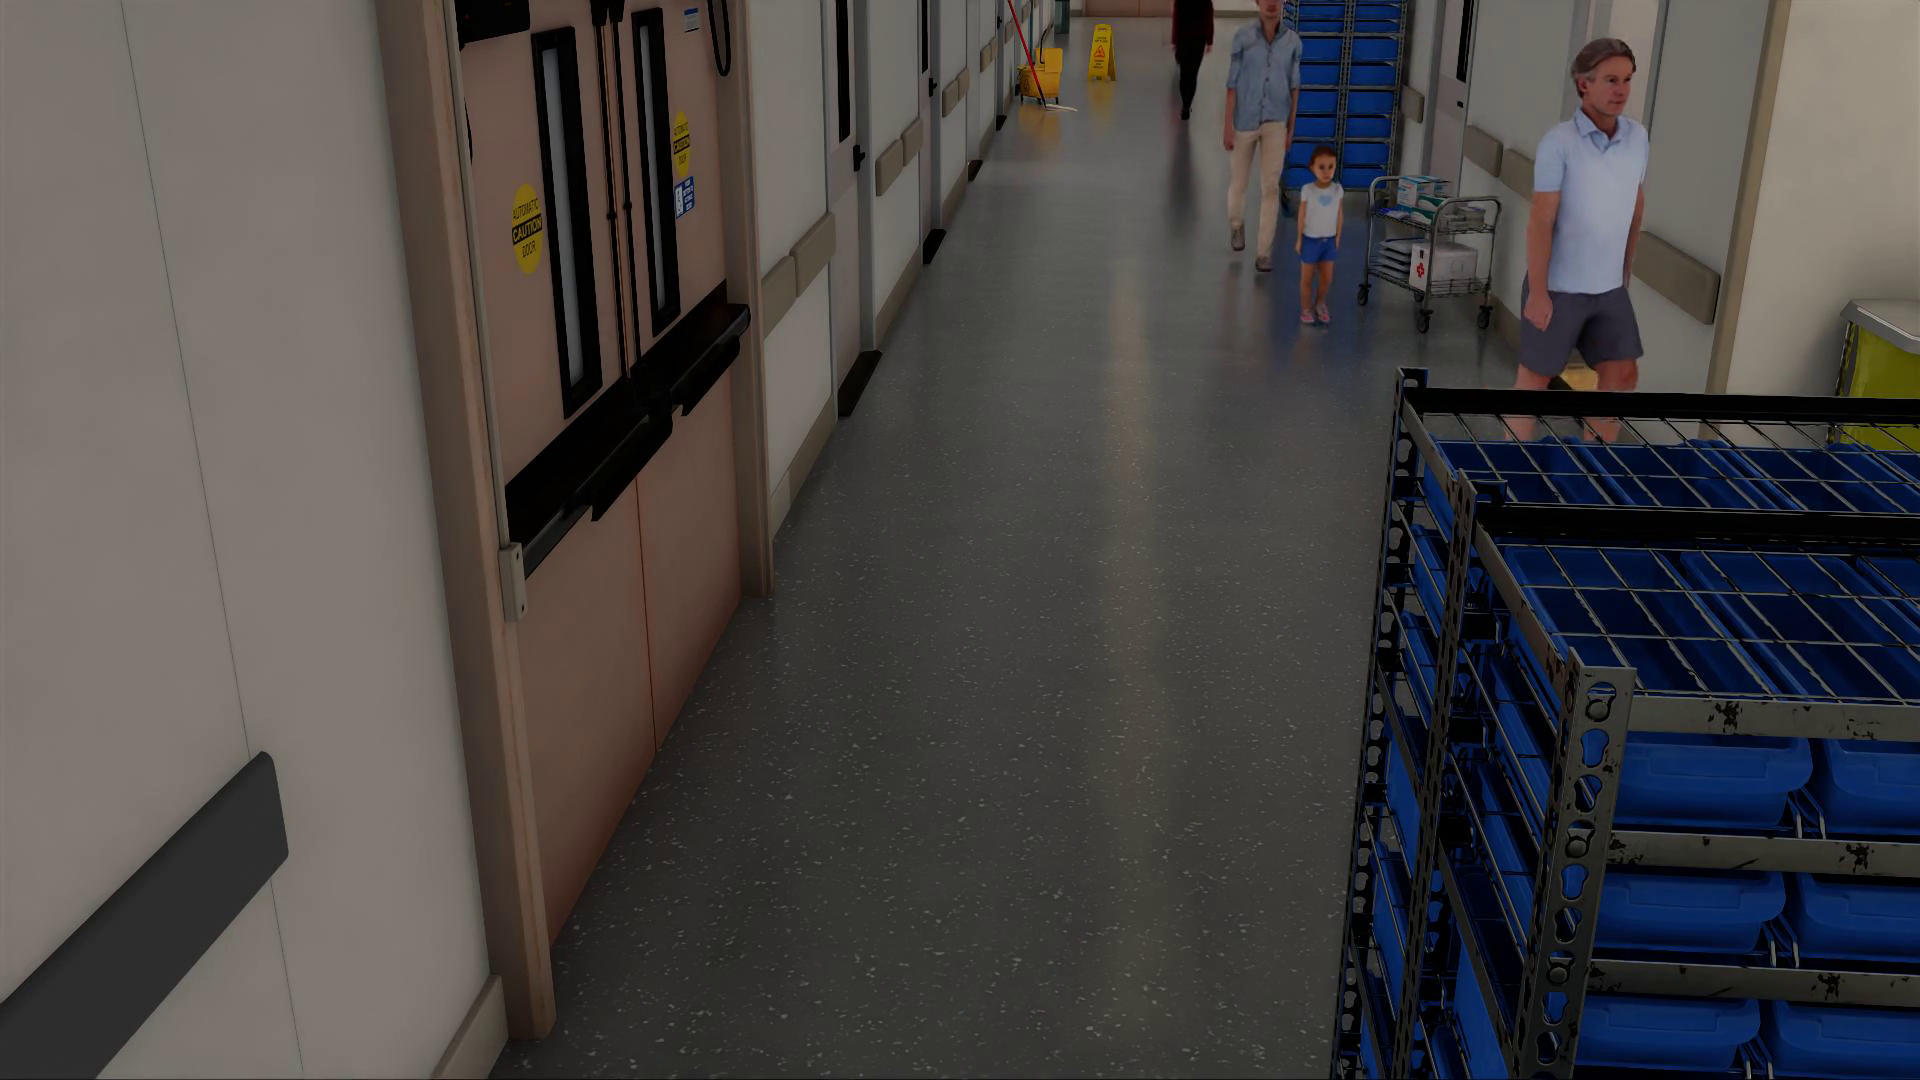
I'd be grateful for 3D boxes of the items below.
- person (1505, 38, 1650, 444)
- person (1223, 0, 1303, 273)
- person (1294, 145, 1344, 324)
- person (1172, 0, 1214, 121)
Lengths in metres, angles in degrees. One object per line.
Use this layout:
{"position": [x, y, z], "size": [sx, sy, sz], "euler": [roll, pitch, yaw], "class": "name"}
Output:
{"position": [2.291, -0.971, 6.342], "size": [0.856, 1.814, 0.938], "euler": [-6, 22, -15], "class": "person"}
{"position": [1.966, -2.741, 11.018], "size": [0.658, 1.812, 1.174], "euler": [1, 21, 4], "class": "person"}
{"position": [2.039, -1.750, 9.530], "size": [0.439, 1.012, 0.430], "euler": [0, 21, 0], "class": "person"}
{"position": [2.586, -5.522, 18.614], "size": [0.697, 1.632, 0.949], "euler": [5, 21, 13], "class": "person"}
